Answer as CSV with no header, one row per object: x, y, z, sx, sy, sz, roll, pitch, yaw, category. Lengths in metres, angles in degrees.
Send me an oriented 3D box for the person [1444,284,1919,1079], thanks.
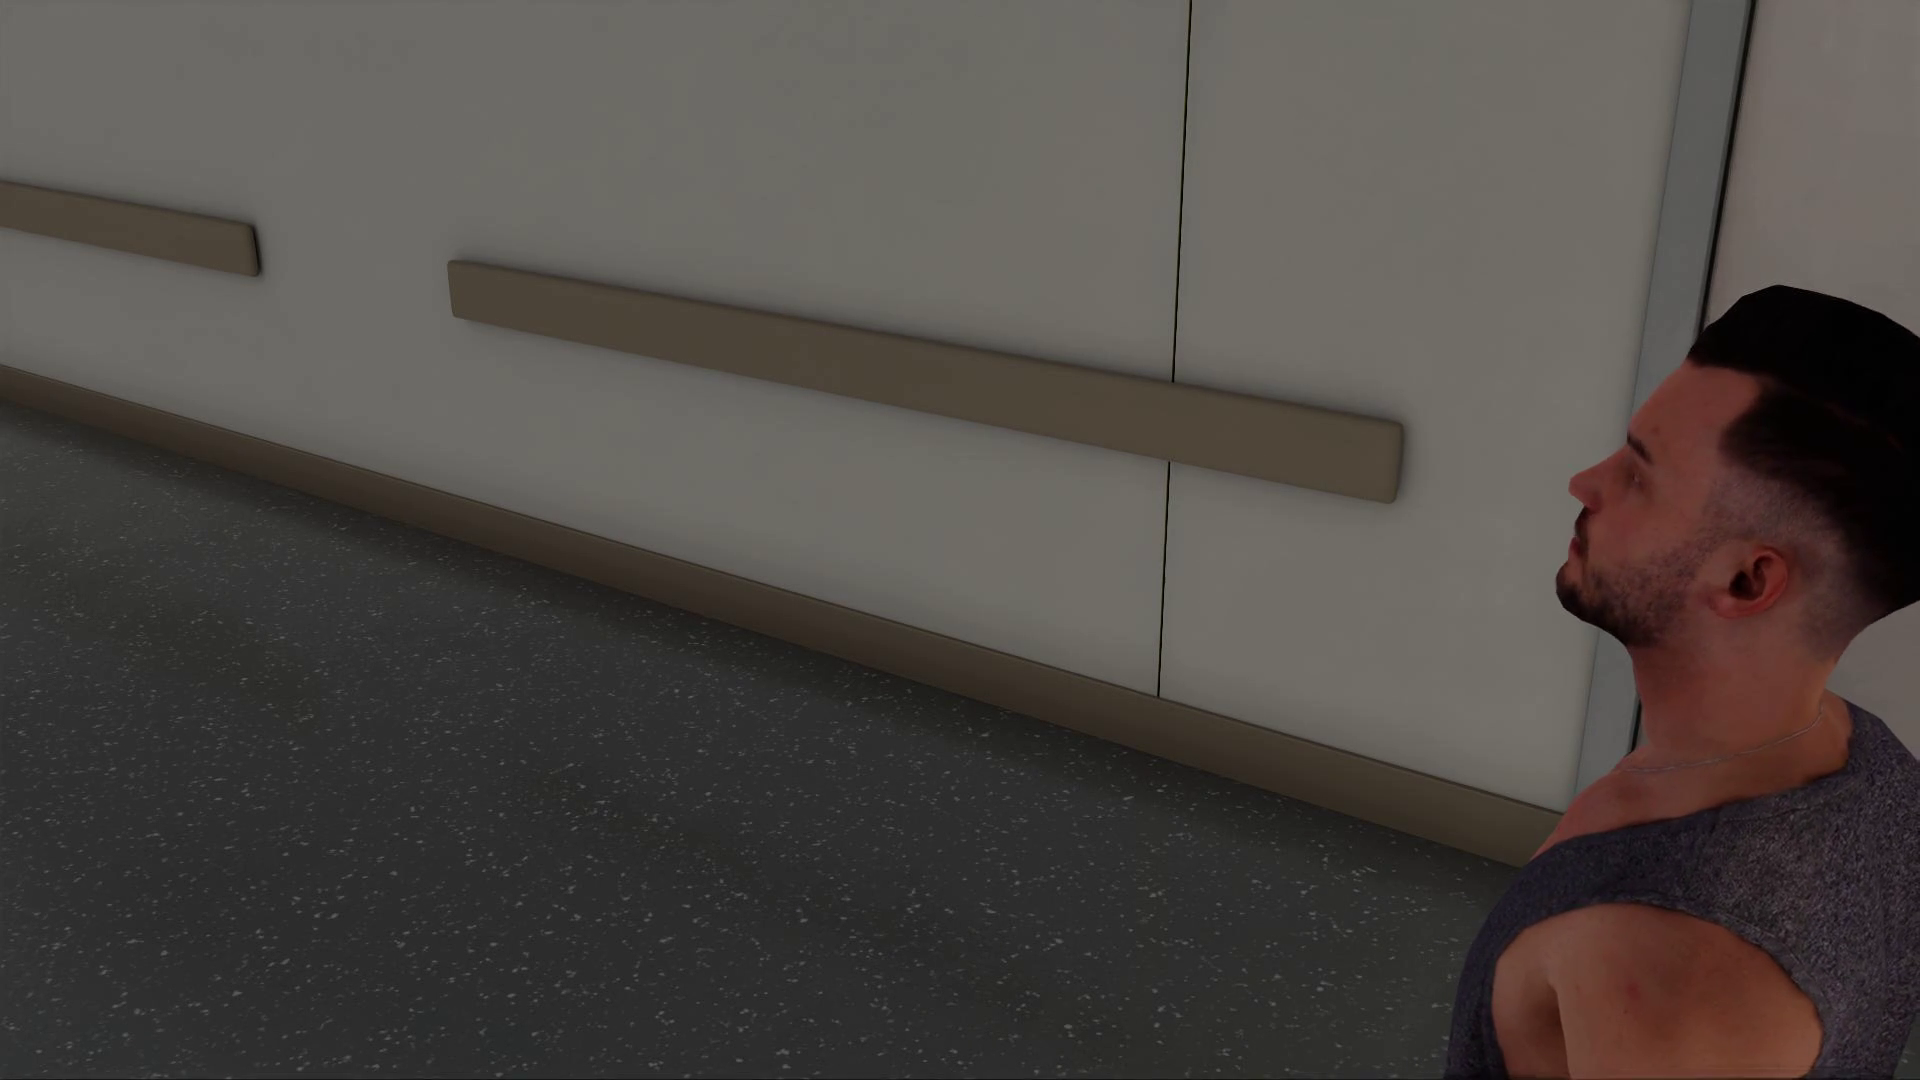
0.543,0.705,1.364,0.722,1.850,0.528,17,27,38,person
